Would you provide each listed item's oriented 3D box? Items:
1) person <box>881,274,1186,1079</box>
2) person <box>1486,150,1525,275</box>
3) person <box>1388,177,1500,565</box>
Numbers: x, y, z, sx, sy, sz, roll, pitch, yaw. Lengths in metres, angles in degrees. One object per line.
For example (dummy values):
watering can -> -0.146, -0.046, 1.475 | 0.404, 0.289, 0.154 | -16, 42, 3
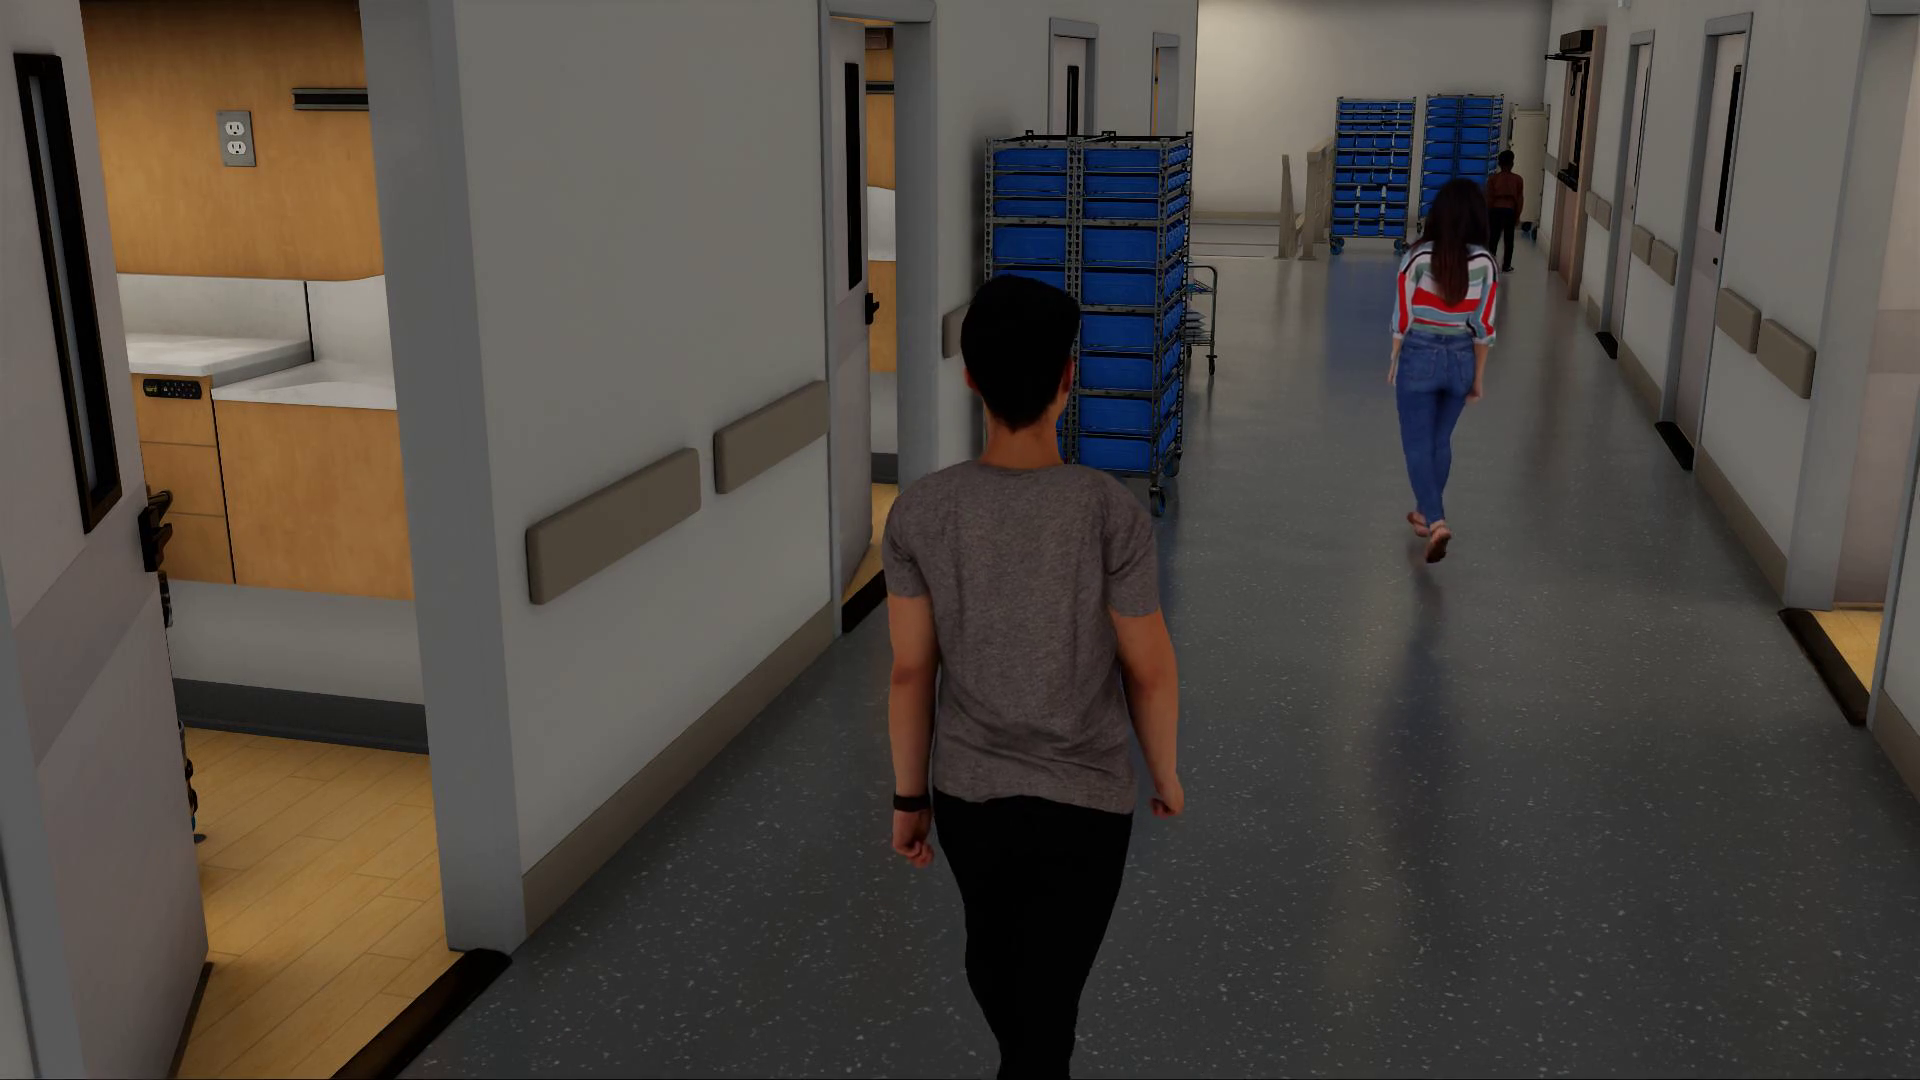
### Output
person -> 0.091, 0.461, 2.745 | 0.705, 1.674, 1.131 | 6, 17, 21
person -> 5.608, -3.390, 17.178 | 0.556, 1.254, 0.529 | 8, 17, 25
person -> 2.016, -0.682, 6.976 | 0.757, 1.579, 1.129 | 0, 16, 1
